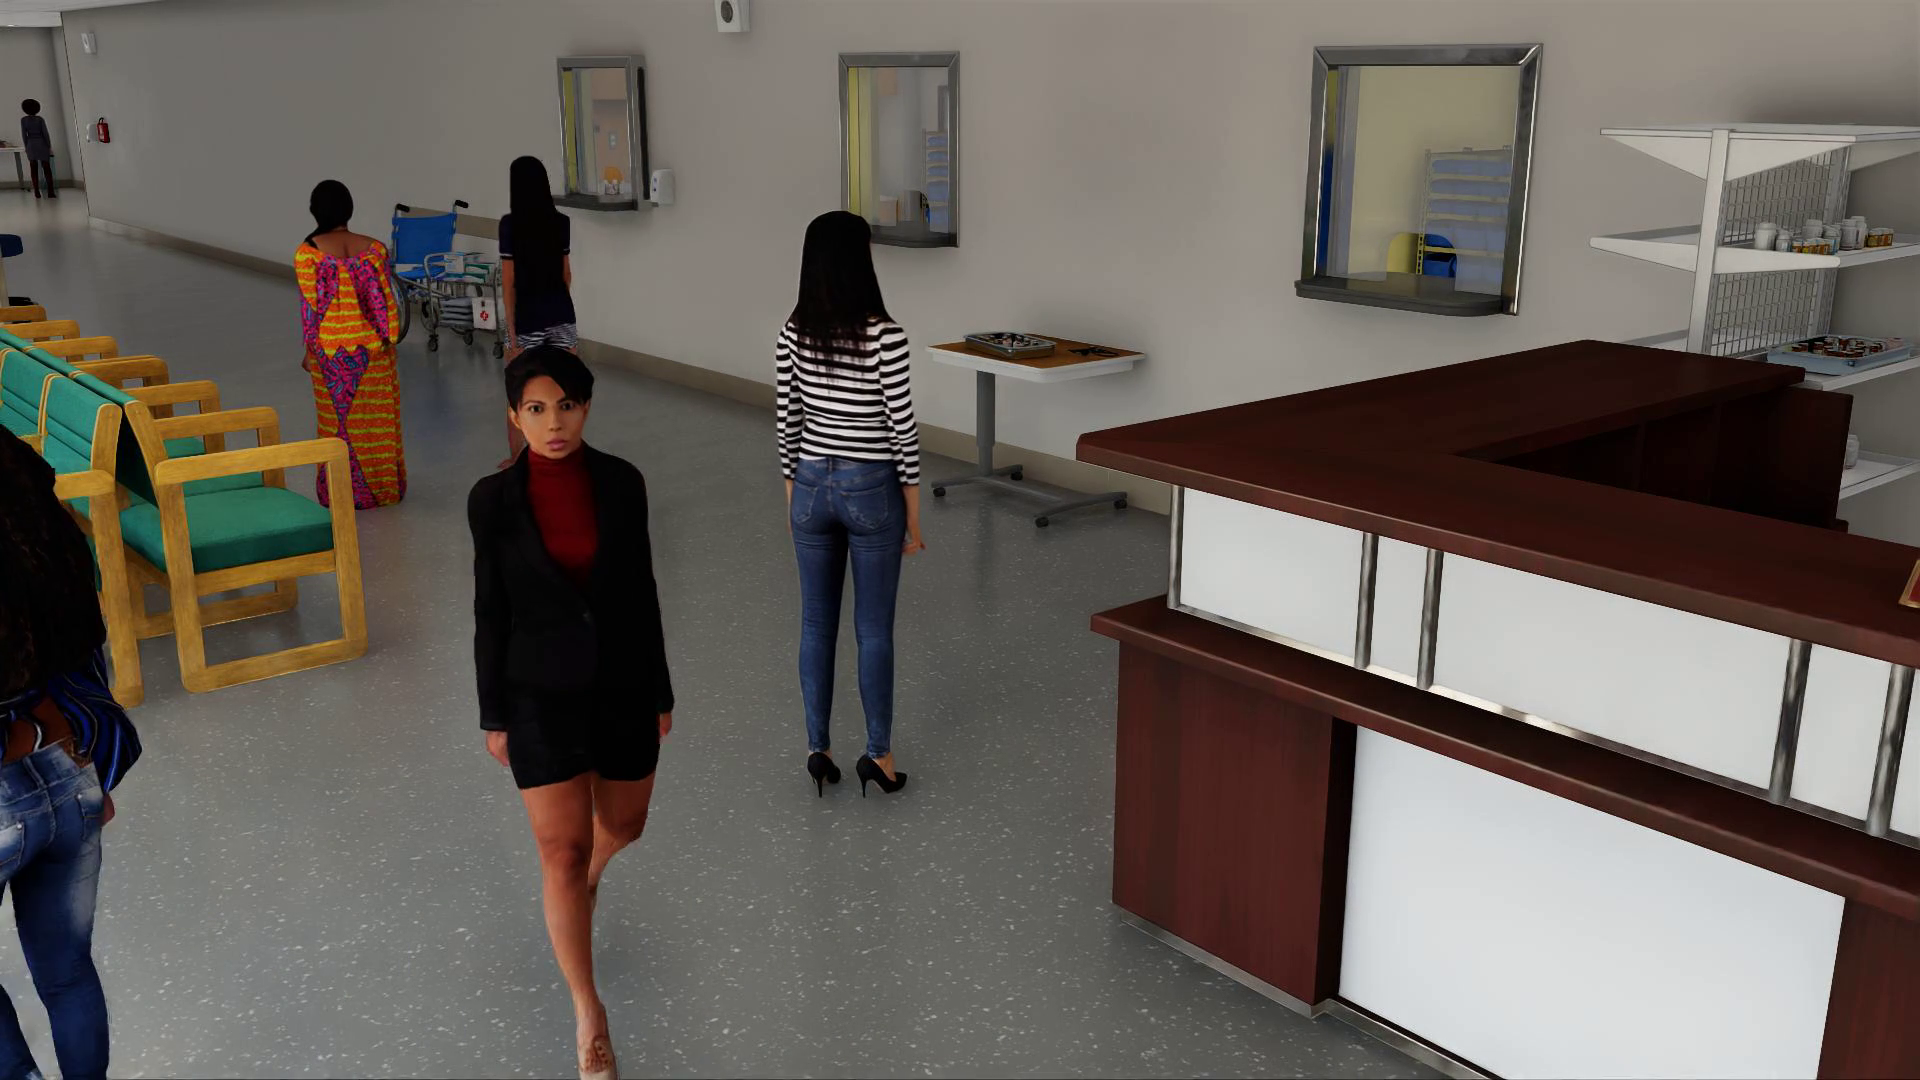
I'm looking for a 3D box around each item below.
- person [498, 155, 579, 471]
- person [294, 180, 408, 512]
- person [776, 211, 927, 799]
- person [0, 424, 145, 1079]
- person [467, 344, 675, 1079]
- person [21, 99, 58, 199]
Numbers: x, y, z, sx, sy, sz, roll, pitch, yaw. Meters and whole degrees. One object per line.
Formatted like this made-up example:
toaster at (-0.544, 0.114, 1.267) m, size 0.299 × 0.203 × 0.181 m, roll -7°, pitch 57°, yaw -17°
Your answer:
person at (-2.144, -1.086, 8.670) m, size 0.880 × 1.741 × 0.715 m, roll -9°, pitch 18°, yaw -29°
person at (-3.151, -1.017, 8.533) m, size 0.572 × 1.681 × 0.693 m, roll -13°, pitch 21°, yaw -39°
person at (-0.341, -0.081, 5.001) m, size 0.643 × 1.797 × 0.641 m, roll 5°, pitch 17°, yaw 19°
person at (-1.739, 0.551, 3.101) m, size 0.758 × 1.611 × 0.612 m, roll 11°, pitch 19°, yaw 35°
person at (-0.851, 0.381, 3.701) m, size 0.982 × 1.613 × 0.821 m, roll -6°, pitch 17°, yaw -21°
person at (-16.391, -6.955, 29.543) m, size 0.601 × 1.710 × 0.723 m, roll -4°, pitch 16°, yaw -13°
